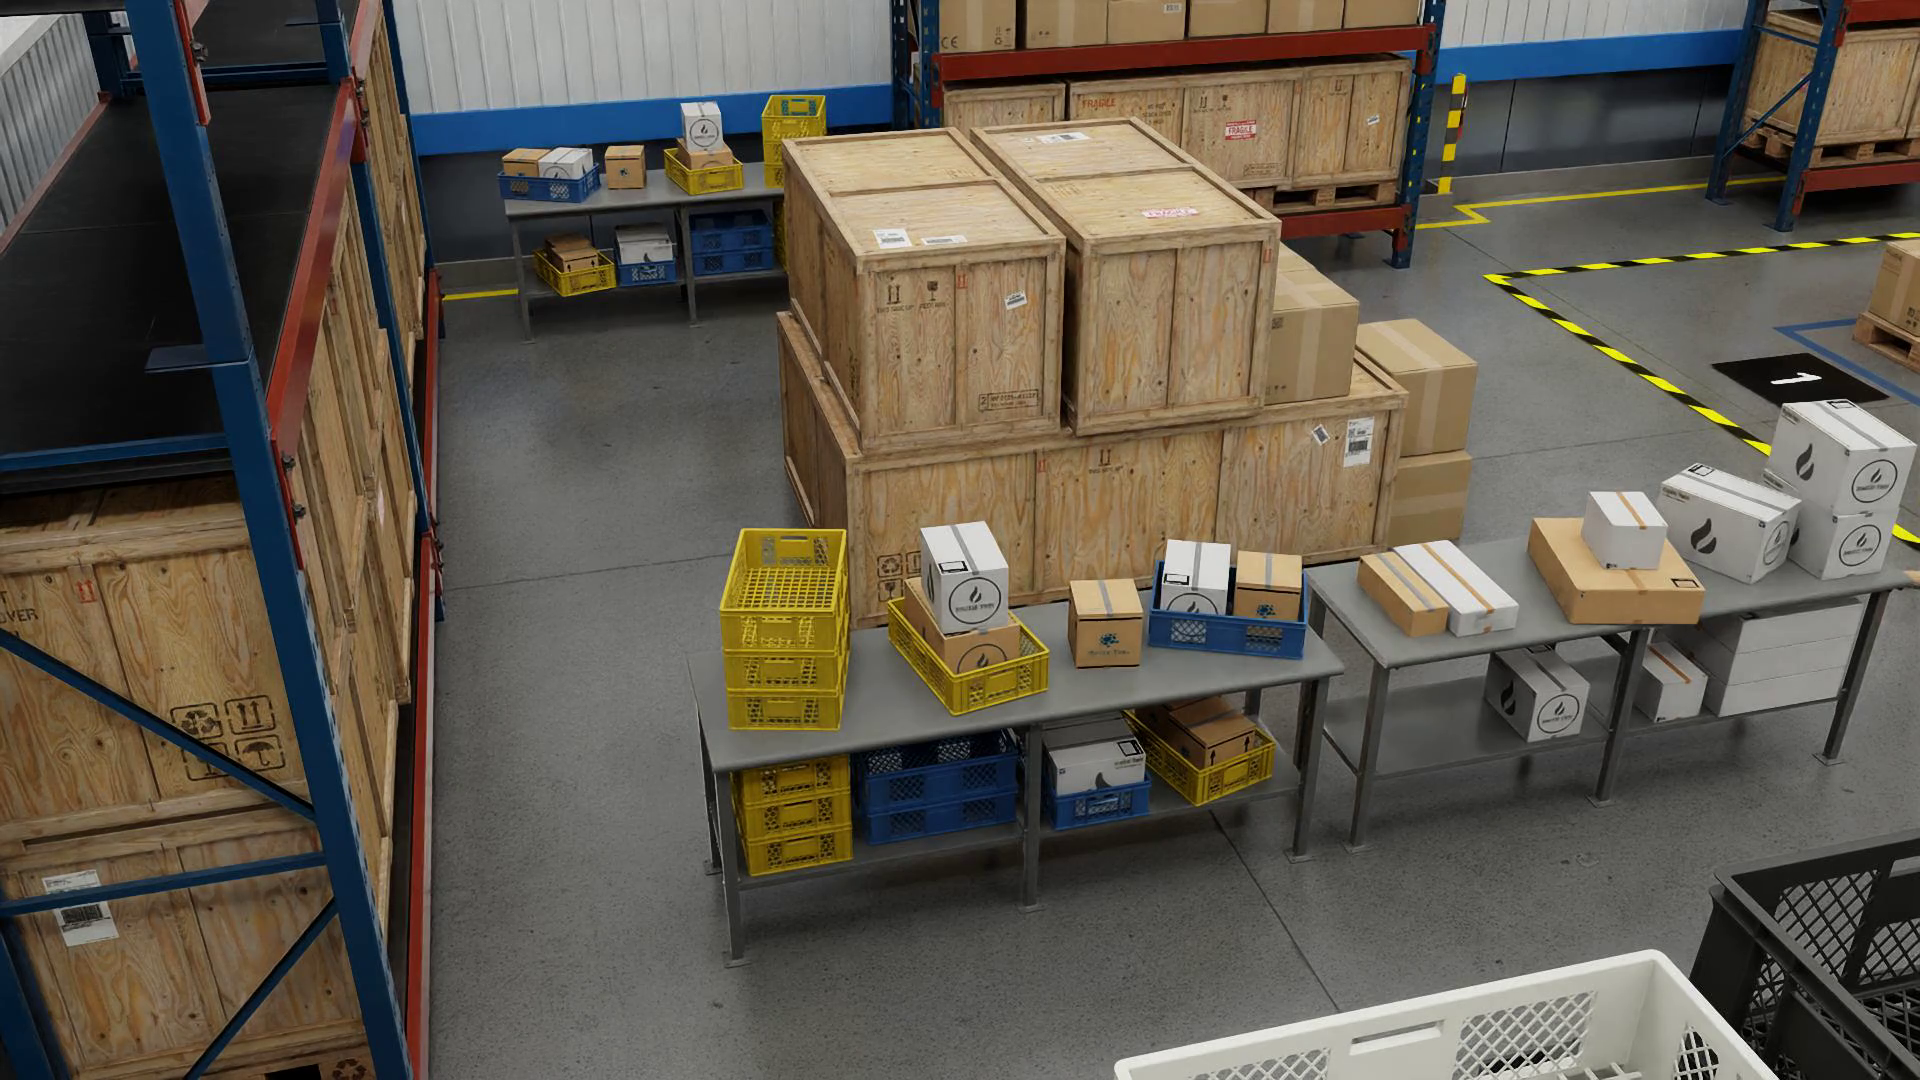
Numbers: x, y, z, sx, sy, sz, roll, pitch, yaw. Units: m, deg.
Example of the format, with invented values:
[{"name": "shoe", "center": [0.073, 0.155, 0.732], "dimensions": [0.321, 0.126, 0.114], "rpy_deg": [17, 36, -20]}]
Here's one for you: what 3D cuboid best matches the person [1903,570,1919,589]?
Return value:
[{"name": "person", "center": [5.173, -0.548, 8.287], "dimensions": [0.400, 2.029, 0.612], "rpy_deg": [1, 29, 2]}]
